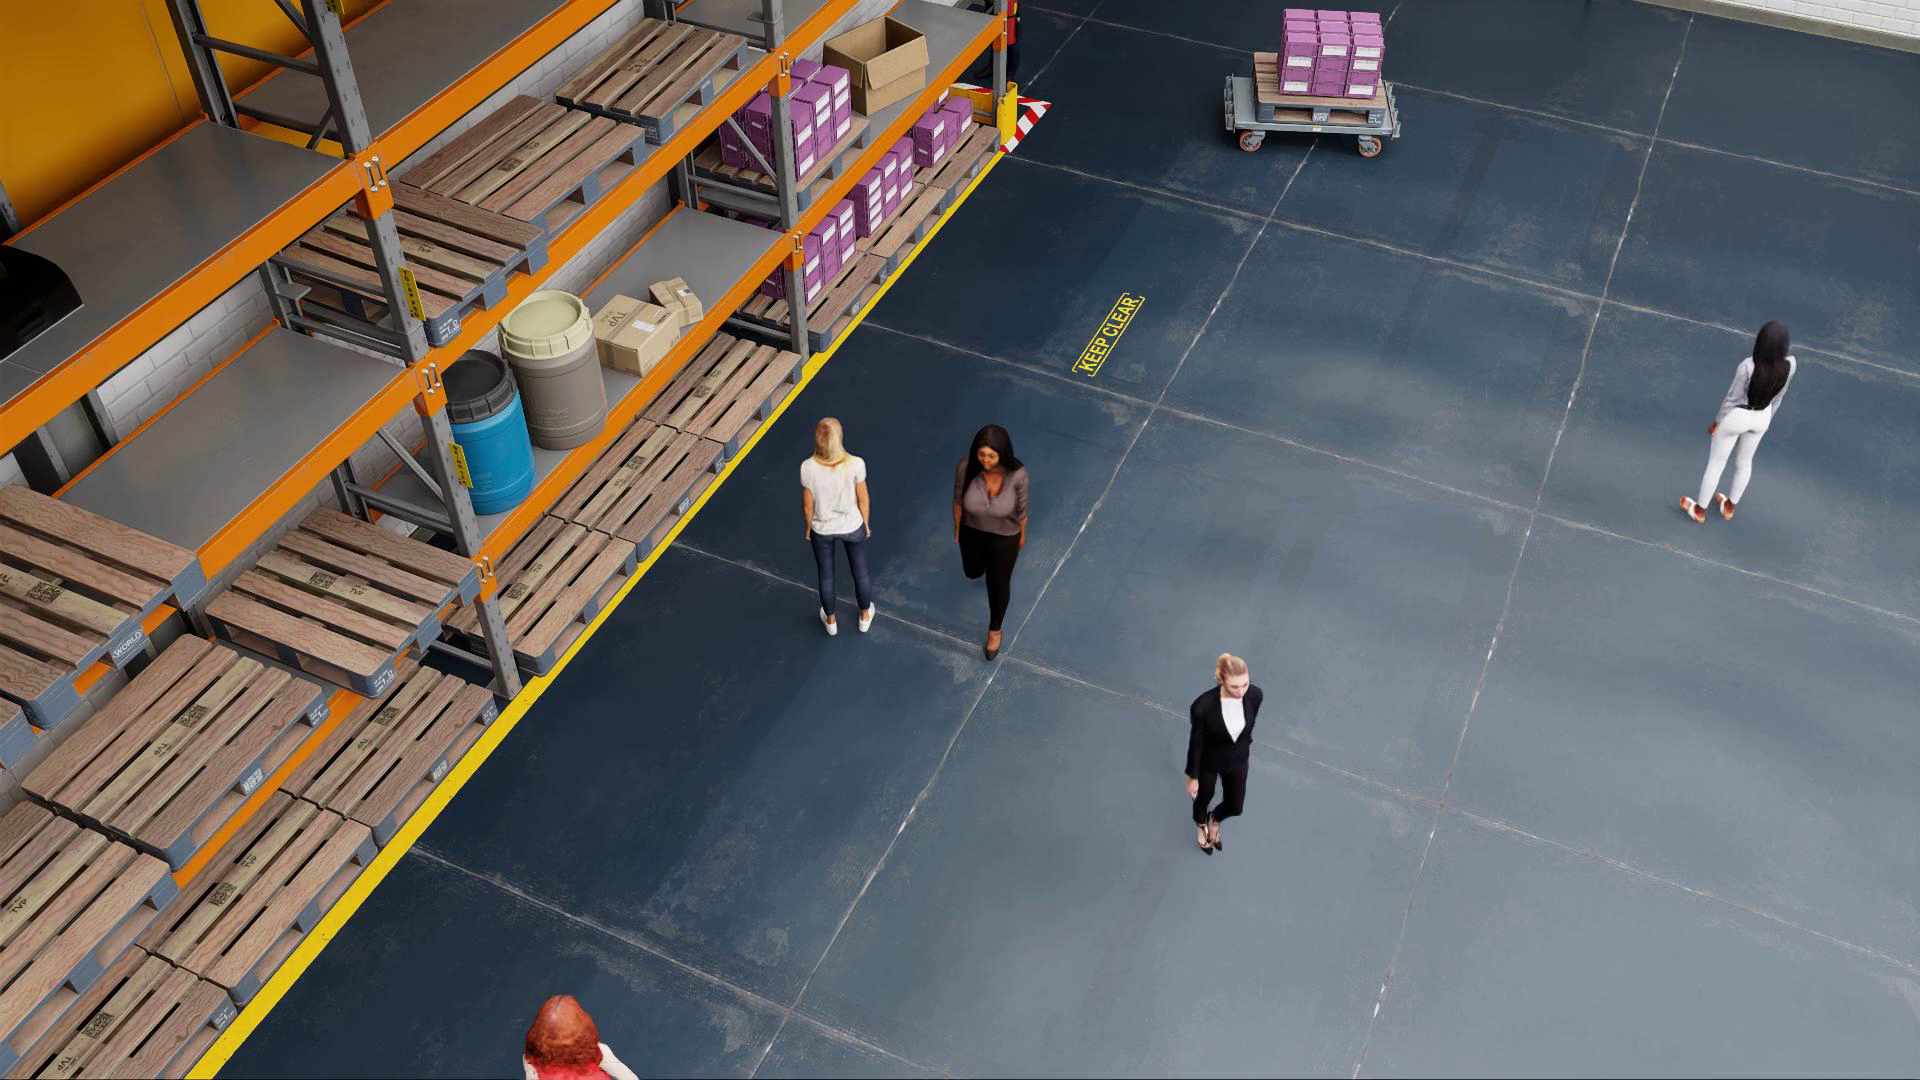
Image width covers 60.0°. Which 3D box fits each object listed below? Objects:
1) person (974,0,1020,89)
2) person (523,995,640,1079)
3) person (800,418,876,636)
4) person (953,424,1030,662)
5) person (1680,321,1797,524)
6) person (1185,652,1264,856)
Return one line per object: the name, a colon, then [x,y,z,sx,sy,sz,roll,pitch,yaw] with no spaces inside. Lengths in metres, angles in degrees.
person: [0.421,-5.430,16.539,0.725,1.886,0.736,-30,51,-27]
person: [-1.806,2.832,7.933,0.911,1.793,1.143,1,44,1]
person: [-0.803,-0.071,10.970,0.664,1.809,0.667,-3,44,-3]
person: [0.210,-0.090,10.982,0.827,1.819,1.137,7,44,7]
person: [5.572,-0.835,11.834,0.668,1.722,0.678,-4,44,-4]
person: [1.476,1.228,9.691,0.720,1.691,0.760,-10,44,-10]
